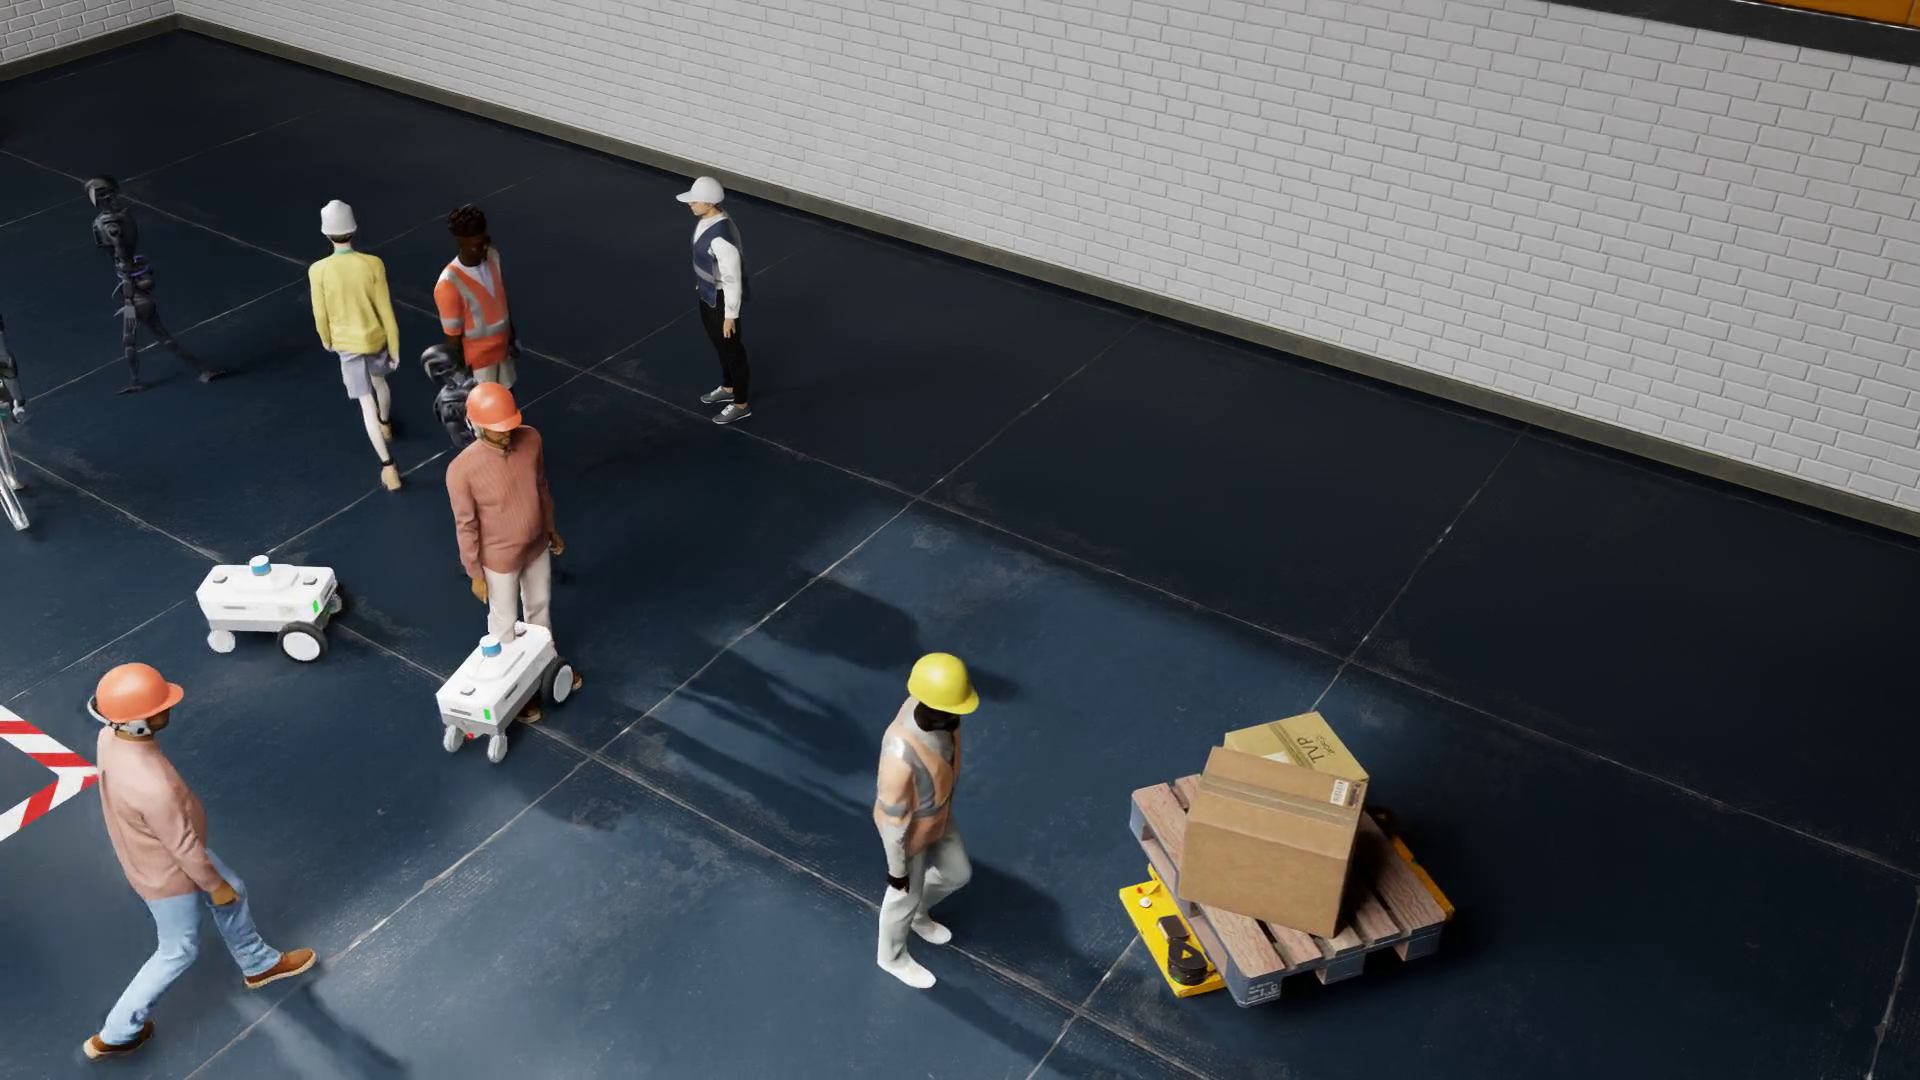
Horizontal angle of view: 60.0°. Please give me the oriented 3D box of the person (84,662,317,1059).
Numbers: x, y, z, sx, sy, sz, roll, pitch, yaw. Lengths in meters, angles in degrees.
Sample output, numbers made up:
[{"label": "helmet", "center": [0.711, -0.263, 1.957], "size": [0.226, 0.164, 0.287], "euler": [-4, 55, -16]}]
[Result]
[{"label": "person", "center": [-3.354, 1.352, 6.871], "size": [0.922, 1.951, 0.606], "euler": [-21, 40, -27]}]

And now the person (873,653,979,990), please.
[{"label": "person", "center": [-0.160, 1.203, 7.132], "size": [0.525, 1.893, 0.599], "euler": [13, 37, 18]}]

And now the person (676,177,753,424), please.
[{"label": "person", "center": [-1.634, -1.635, 11.299], "size": [0.435, 1.757, 0.775], "euler": [-12, 37, -17]}]

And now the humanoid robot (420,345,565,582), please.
[{"label": "humanoid robot", "center": [-2.739, -0.411, 9.675], "size": [0.718, 1.633, 0.611], "euler": [-3, 35, -4]}]

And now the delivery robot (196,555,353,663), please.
[{"label": "delivery robot", "center": [-3.914, 0.367, 9.506], "size": [0.816, 0.613, 0.499], "euler": [1, 35, 2]}]

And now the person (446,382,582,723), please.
[{"label": "person", "center": [-2.321, 0.049, 8.691], "size": [0.394, 1.991, 0.621], "euler": [21, 40, 27]}]

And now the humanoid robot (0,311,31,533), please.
[{"label": "humanoid robot", "center": [-6.118, -0.906, 10.307], "size": [0.550, 1.720, 1.009], "euler": [-24, 42, -30]}]

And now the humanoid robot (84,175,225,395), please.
[{"label": "humanoid robot", "center": [-5.720, -1.762, 11.611], "size": [0.772, 1.649, 0.603], "euler": [-16, 38, -21]}]

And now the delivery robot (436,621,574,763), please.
[{"label": "delivery robot", "center": [-2.464, 0.761, 8.938], "size": [0.499, 0.607, 0.790], "euler": [11, 36, 15]}]

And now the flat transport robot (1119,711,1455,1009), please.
[{"label": "flat transport robot", "center": [1.541, 1.689, 7.850], "size": [1.431, 0.231, 0.659], "euler": [-11, 37, -16]}]

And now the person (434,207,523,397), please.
[{"label": "person", "center": [-2.999, -1.195, 10.506], "size": [0.388, 1.955, 0.610], "euler": [9, 36, 13]}]

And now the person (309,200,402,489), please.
[{"label": "person", "center": [-3.867, -1.290, 10.751], "size": [0.472, 1.837, 1.012], "euler": [-18, 39, -24]}]
